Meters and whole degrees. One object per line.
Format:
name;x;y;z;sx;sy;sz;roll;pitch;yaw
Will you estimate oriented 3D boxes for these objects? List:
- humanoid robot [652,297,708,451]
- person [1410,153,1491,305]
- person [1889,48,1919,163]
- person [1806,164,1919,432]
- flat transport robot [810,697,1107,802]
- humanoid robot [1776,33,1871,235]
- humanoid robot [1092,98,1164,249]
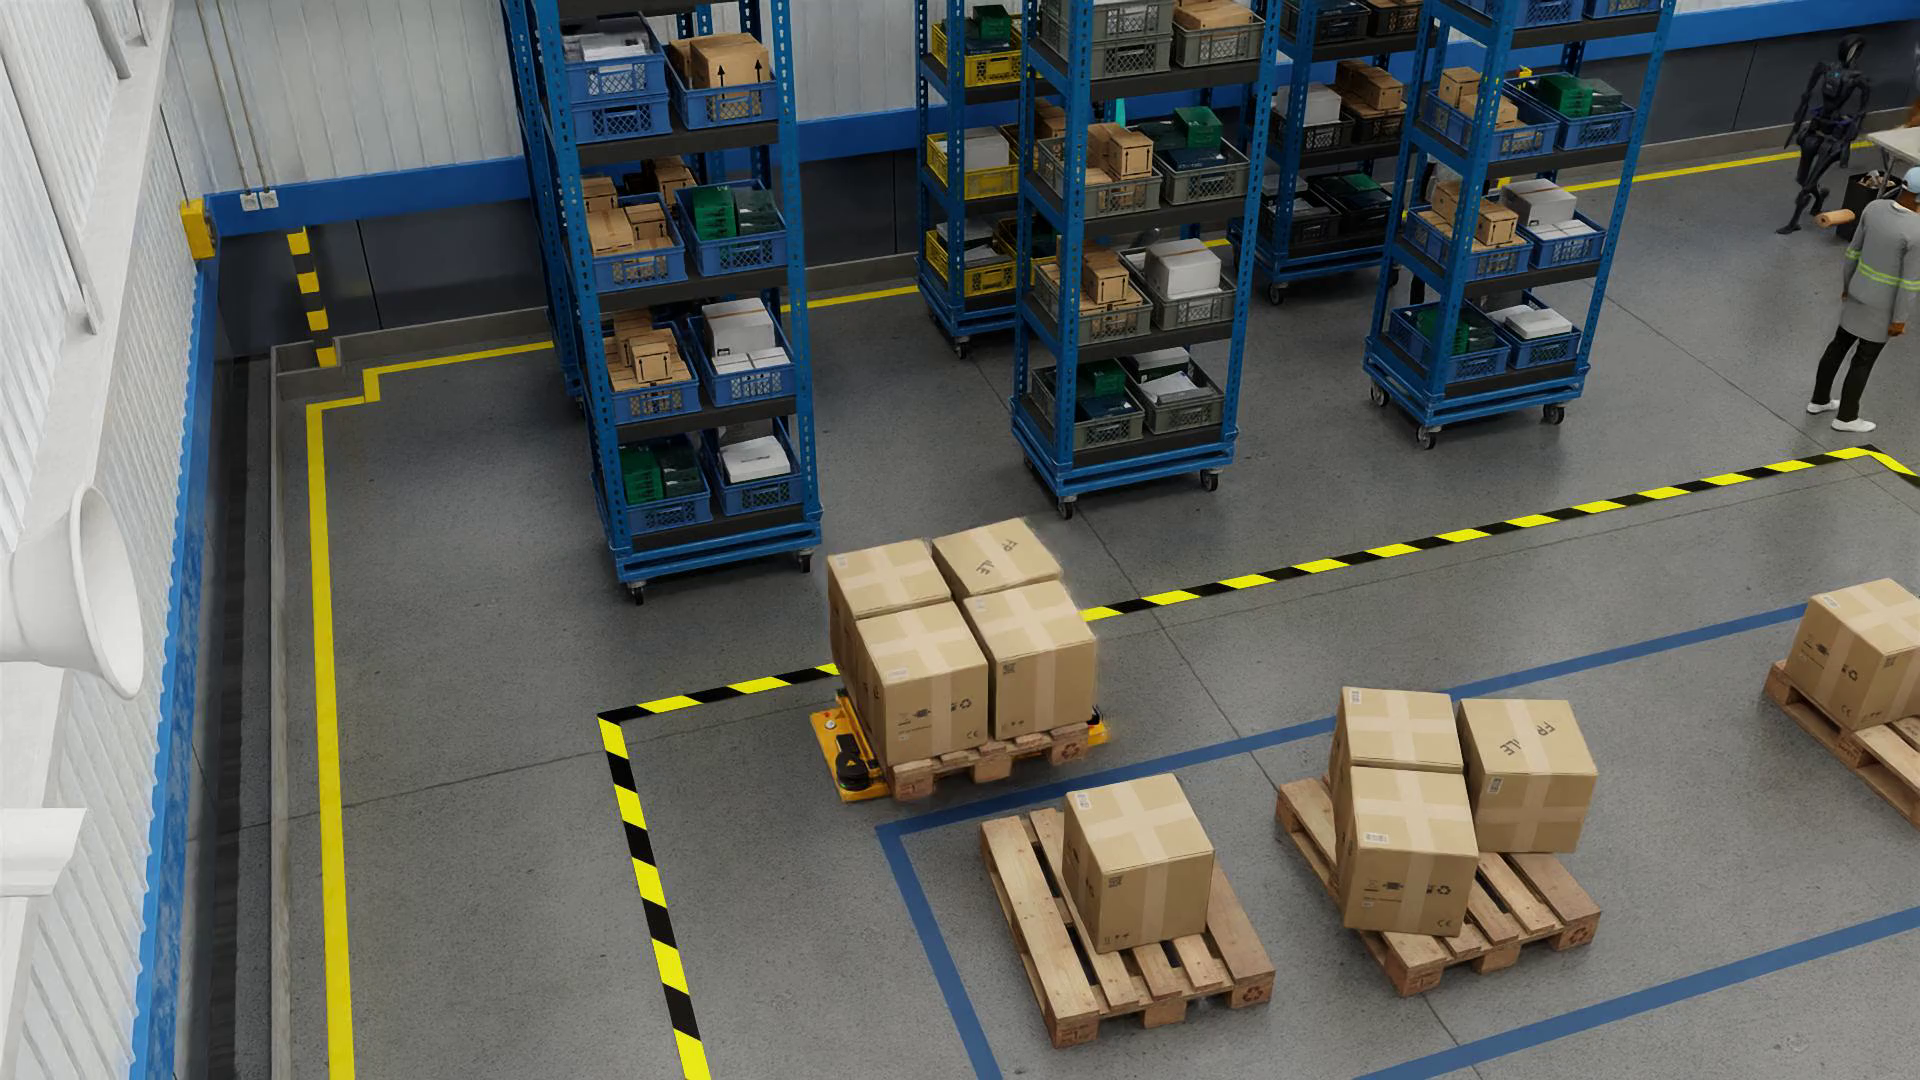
humanoid robot;-1.798;-1.236;10.598;0.609;1.634;0.611;27;43;33
person;3.575;-2.402;12.072;0.533;1.869;0.315;4;35;5
person;8.562;-4.251;14.569;0.580;2.023;0.605;-7;36;-9
person;6.042;-1.593;10.941;0.399;1.852;0.589;-8;36;-12
flat transport robot;-0.013;0.937;8.703;1.431;0.197;0.652;-11;37;-15
humanoid robot;7.120;-3.332;13.583;0.696;1.634;0.591;-19;40;-25
humanoid robot;1.338;-2.782;12.613;0.735;1.673;0.533;11;37;16
